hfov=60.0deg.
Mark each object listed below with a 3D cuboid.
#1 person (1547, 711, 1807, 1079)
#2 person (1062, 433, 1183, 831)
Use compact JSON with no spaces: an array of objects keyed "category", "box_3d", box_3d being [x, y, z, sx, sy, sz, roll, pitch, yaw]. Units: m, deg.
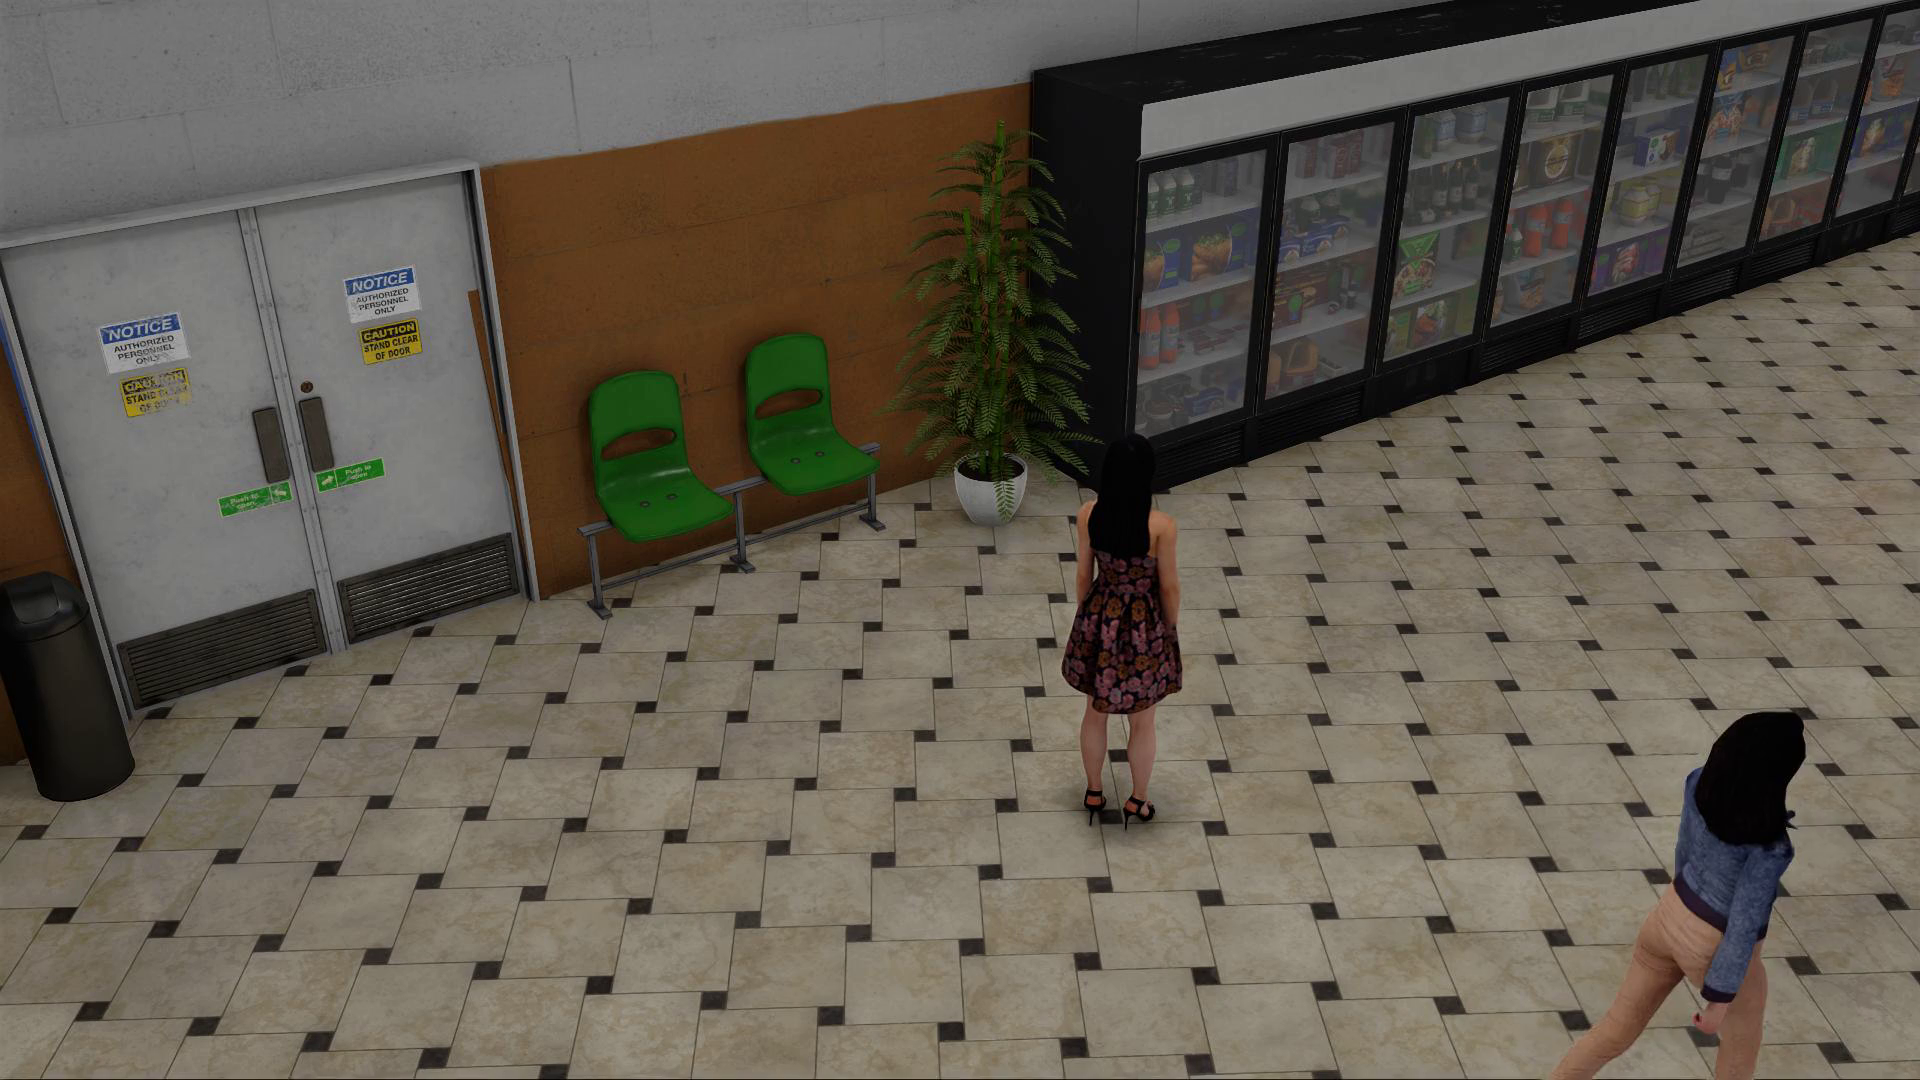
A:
[{"category":"person","box_3d":[2.149,1.279,5.037,0.940,1.728,1.208,-8,30,-15]},{"category":"person","box_3d":[0.654,0.384,6.628,0.782,1.774,0.859,11,30,19]}]
